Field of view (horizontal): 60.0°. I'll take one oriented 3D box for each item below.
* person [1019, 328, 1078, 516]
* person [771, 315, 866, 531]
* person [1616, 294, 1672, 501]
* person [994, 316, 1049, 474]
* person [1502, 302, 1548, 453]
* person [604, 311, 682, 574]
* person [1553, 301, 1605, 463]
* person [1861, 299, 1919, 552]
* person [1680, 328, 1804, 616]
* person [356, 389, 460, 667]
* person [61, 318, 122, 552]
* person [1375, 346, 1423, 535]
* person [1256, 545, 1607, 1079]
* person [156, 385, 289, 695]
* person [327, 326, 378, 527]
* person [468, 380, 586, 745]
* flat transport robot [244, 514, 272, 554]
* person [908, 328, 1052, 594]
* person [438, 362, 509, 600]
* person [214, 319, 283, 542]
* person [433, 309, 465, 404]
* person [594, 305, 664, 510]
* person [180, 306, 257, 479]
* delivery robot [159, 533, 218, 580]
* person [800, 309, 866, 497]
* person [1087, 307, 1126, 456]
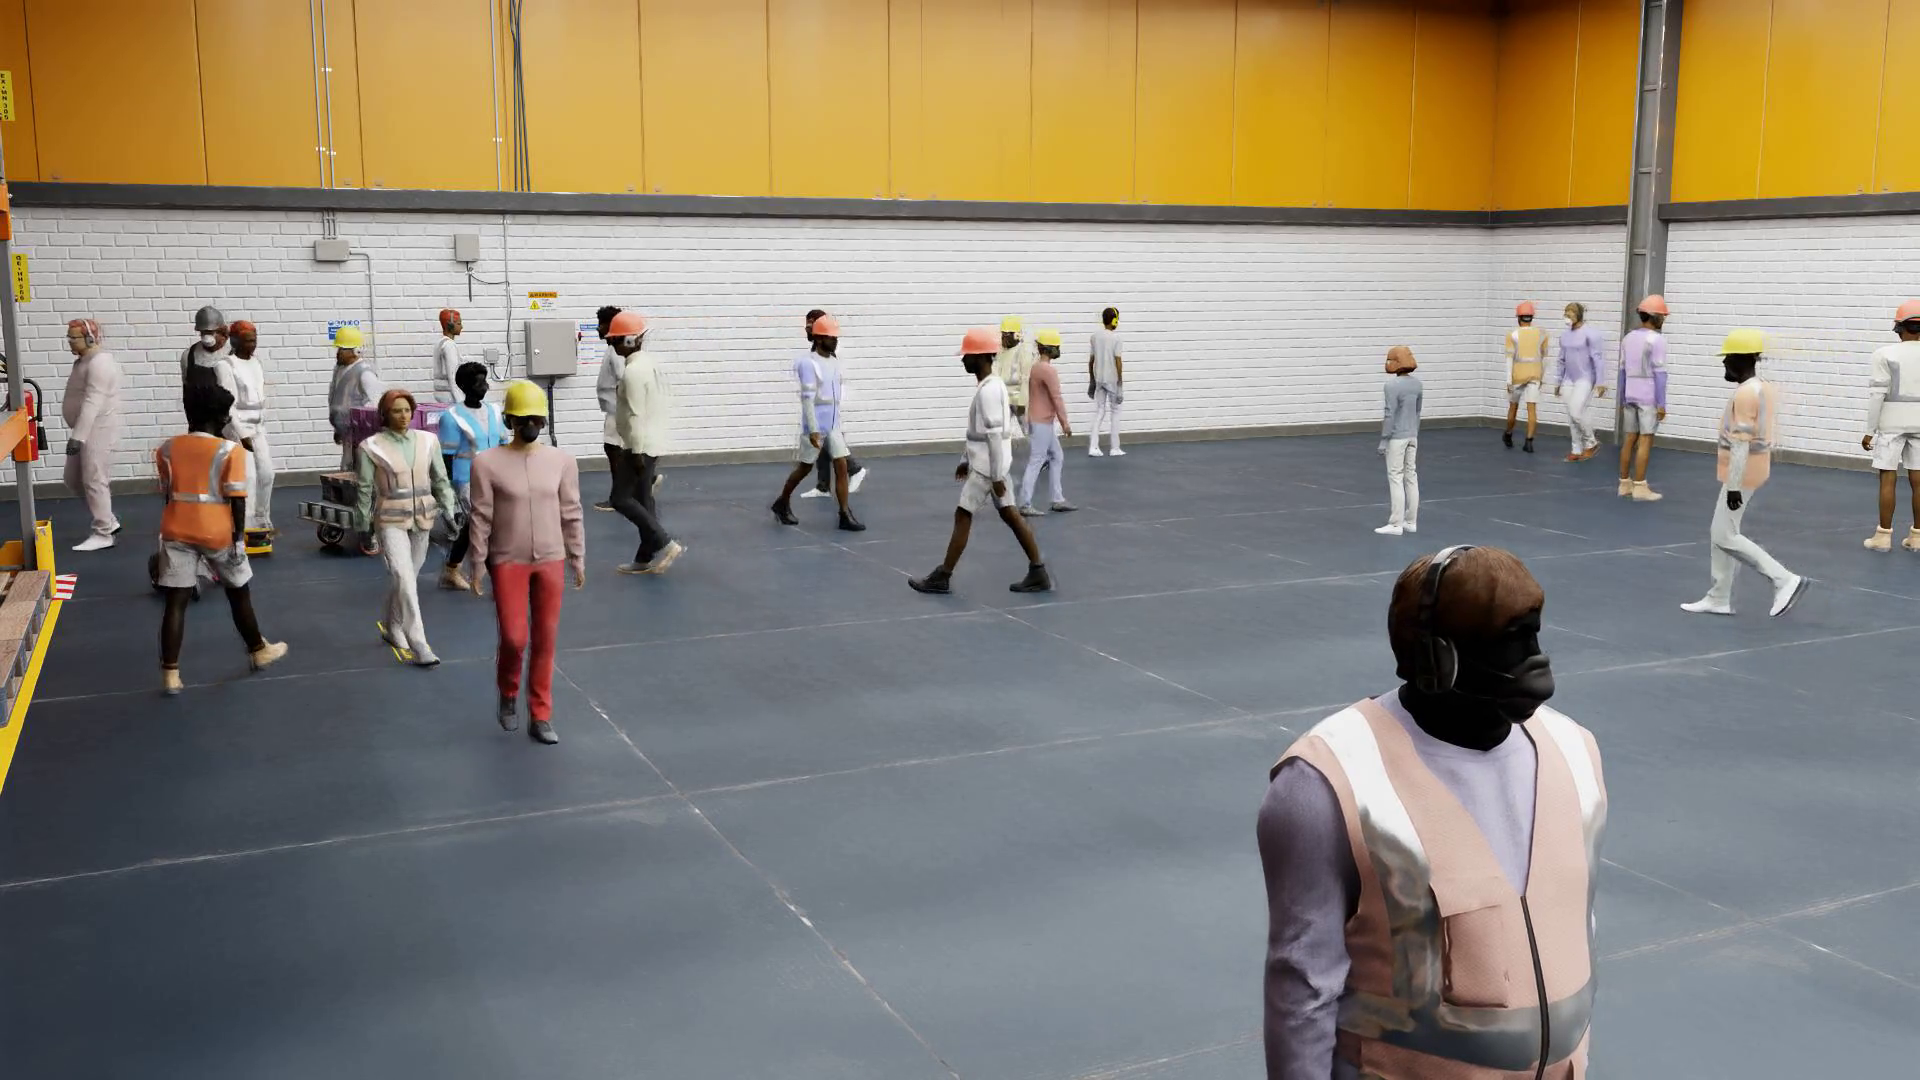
[{"bbox_3d":[0.861,-1.082,15.439,0.747,1.742,0.540,-2,9,-10],"label":"person"},{"bbox_3d":[-1.273,-1.034,14.662,0.949,1.903,0.543,7,11,36],"label":"person"},{"bbox_3d":[6.817,-1.407,16.514,0.394,2.039,0.614,-2,9,-14],"label":"person"},{"bbox_3d":[0.639,-1.594,18.466,0.944,1.788,0.596,-7,11,-36],"label":"person"},{"bbox_3d":[7.183,-2.077,21.186,0.551,1.871,1.026,1,9,8],"label":"person"},{"bbox_3d":[-2.387,-0.701,12.347,0.460,1.976,0.624,0,9,2],"label":"person"},{"bbox_3d":[7.278,-1.844,19.594,0.437,1.917,0.670,-3,10,-18],"label":"person"},{"bbox_3d":[7.627,-0.917,13.466,0.615,2.040,0.391,1,9,4],"label":"person"},{"bbox_3d":[5.127,-0.421,10.812,0.642,1.905,0.597,5,10,29],"label":"person"},{"bbox_3d":[-3.244,-0.088,9.726,0.877,1.594,0.517,8,12,41],"label":"person"},{"bbox_3d":[-7.108,-0.851,13.521,0.499,1.888,0.662,-7,12,-38],"label":"person"},{"bbox_3d":[3.805,-0.861,14.392,0.507,1.630,0.268,-8,12,-41],"label":"person"},{"bbox_3d":[0.781,0.920,2.685,0.633,1.846,0.429,-4,10,-22],"label":"person"},{"bbox_3d":[-4.107,-0.020,9.118,0.549,1.644,0.859,1,9,5],"label":"person"},{"bbox_3d":[-5.293,-1.004,14.757,0.754,1.802,0.603,-8,12,-42],"label":"person"},{"bbox_3d":[-2.057,0.111,7.960,0.546,1.751,0.372,-6,11,-33],"label":"person"},{"bbox_3d":[-6.045,-0.065,13.660,0.652,0.197,1.431,-4,10,-25],"label":"flat transport robot"},{"bbox_3d":[0.184,-0.542,11.669,1.017,1.886,0.556,1,9,7],"label":"person"},{"bbox_3d":[-3.377,-0.416,11.588,0.866,1.656,0.538,5,10,28],"label":"person"},{"bbox_3d":[-5.911,-0.893,13.838,0.439,1.869,0.613,2,9,11],"label":"person"},{"bbox_3d":[-5.324,-1.470,17.406,0.347,1.879,0.579,-4,10,-23],"label":"person"},{"bbox_3d":[-3.190,-1.254,15.815,0.562,1.953,0.612,-2,9,-11],"label":"person"},{"bbox_3d":[-6.463,-1.103,14.629,0.699,2.000,0.925,0,9,-3],"label":"person"},{"bbox_3d":[-5.360,0.063,11.702,0.477,0.478,0.707,-8,12,-41],"label":"delivery robot"},{"bbox_3d":[-1.301,-1.357,16.650,0.543,1.904,0.604,-3,10,-16],"label":"person"},{"bbox_3d":[1.806,-1.939,20.467,0.575,1.866,0.478,8,12,39],"label":"person"}]
